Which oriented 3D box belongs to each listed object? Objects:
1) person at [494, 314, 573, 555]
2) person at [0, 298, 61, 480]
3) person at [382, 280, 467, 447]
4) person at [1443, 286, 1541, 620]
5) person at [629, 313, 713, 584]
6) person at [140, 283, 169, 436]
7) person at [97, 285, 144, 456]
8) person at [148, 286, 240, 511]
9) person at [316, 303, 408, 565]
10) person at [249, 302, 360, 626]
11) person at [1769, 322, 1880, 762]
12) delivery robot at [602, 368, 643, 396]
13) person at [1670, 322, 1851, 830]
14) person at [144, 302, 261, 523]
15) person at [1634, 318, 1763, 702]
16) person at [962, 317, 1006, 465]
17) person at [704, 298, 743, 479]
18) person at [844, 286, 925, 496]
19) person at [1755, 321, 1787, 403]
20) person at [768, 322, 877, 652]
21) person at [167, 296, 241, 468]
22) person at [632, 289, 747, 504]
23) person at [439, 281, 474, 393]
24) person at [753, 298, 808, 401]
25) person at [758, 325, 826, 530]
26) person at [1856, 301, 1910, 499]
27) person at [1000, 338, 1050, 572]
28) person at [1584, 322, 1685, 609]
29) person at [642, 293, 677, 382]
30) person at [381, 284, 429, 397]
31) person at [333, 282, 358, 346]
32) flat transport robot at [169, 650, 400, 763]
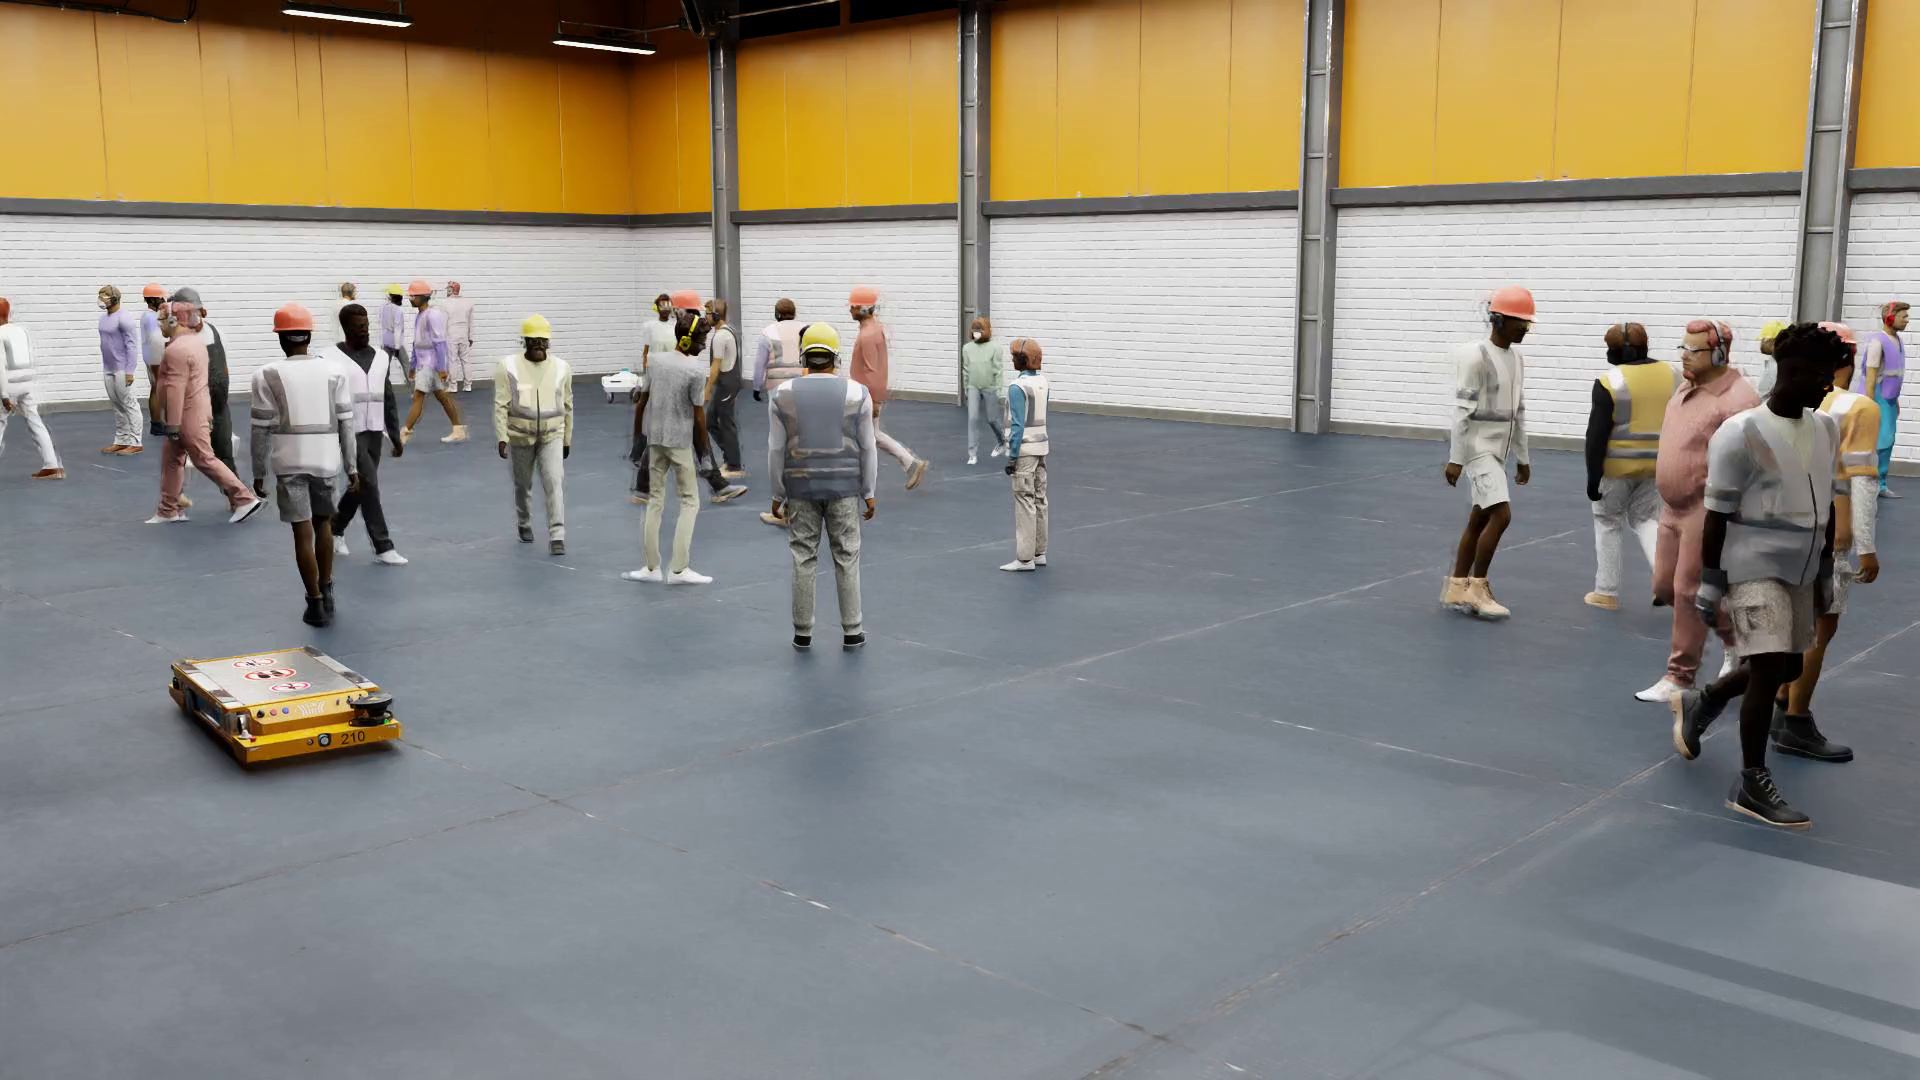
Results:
[{"bbox_3d":[-3.224,-0.815,12.591,0.592,1.793,0.921,-3,10,-20],"label":"person"},{"bbox_3d":[-9.530,-1.502,16.673,0.970,1.831,0.583,1,9,8],"label":"person"},{"bbox_3d":[-6.453,-2.116,19.951,1.063,1.980,0.629,-6,11,-32],"label":"person"},{"bbox_3d":[3.266,-0.520,10.078,0.671,2.010,0.635,9,13,44],"label":"person"},{"bbox_3d":[-1.984,-0.608,11.240,0.672,1.825,0.338,5,10,26],"label":"person"},{"bbox_3d":[-10.233,-2.299,21.224,0.357,1.937,0.550,-6,11,-31],"label":"person"},{"bbox_3d":[-9.578,-1.928,18.945,0.629,1.939,0.374,7,12,37],"label":"person"},{"bbox_3d":[-6.706,-1.266,14.577,1.053,2.000,0.711,7,12,37],"label":"person"},{"bbox_3d":[-4.389,-0.777,12.078,0.953,1.885,0.607,6,11,30],"label":"person"},{"bbox_3d":[-3.955,-0.457,9.984,0.581,1.914,0.681,-6,11,-34],"label":"person"},{"bbox_3d":[3.772,-0.003,7.315,0.439,1.888,0.626,-2,9,-10],"label":"person"},{"bbox_3d":[-5.295,-2.485,26.308,0.707,0.478,0.477,0,9,-2],"label":"delivery robot"},{"bbox_3d":[3.160,0.095,6.611,0.616,1.931,0.807,-4,10,-24],"label":"person"},{"bbox_3d":[-6.346,-1.028,13.813,0.967,1.890,0.660,-2,10,-15],"label":"person"},{"bbox_3d":[3.668,-0.135,8.115,0.620,1.887,0.638,-1,9,-7],"label":"person"},{"bbox_3d":[0.283,-1.649,18.237,0.507,1.607,0.683,4,10,23],"label":"person"},{"bbox_3d":[-2.398,-1.509,16.741,0.441,1.825,0.499,-1,9,-5],"label":"person"},{"bbox_3d":[-0.774,-1.377,15.478,0.783,1.968,0.617,1,9,6],"label":"person"},{"bbox_3d":[6.763,-0.972,13.832,0.917,1.695,0.503,6,11,31],"label":"person"},{"bbox_3d":[-0.758,-0.288,9.223,0.600,1.827,0.404,0,9,-3],"label":"person"},{"bbox_3d":[-8.135,-1.669,17.693,0.698,1.843,0.523,-1,9,-5],"label":"person"},{"bbox_3d":[-2.489,-1.265,14.906,1.075,1.931,0.630,1,9,8],"label":"person"},{"bbox_3d":[-8.649,-3.475,28.514,0.409,1.910,0.651,8,12,40],"label":"person"},{"bbox_3d":[-1.833,-1.576,17.167,0.642,1.814,0.750,-5,11,-29],"label":"person"},{"bbox_3d":[-1.237,-0.895,13.460,0.831,1.655,0.550,2,10,14],"label":"person"},{"bbox_3d":[8.469,-1.287,15.364,0.488,1.831,0.576,9,13,43],"label":"person"},{"bbox_3d":[0.470,-0.595,11.690,0.306,1.640,0.522,4,10,25],"label":"person"},{"bbox_3d":[4.108,-0.429,10.188,0.646,1.806,0.622,-2,9,-10],"label":"person"},{"bbox_3d":[-3.570,-2.028,19.919,0.520,1.834,0.811,-4,10,-25],"label":"person"},{"bbox_3d":[-9.210,-3.217,27.061,0.604,1.877,1.014,8,13,42],"label":"person"},{"bbox_3d":[-9.289,-2.994,25.563,0.662,1.908,0.825,9,13,44],"label":"person"},{"bbox_3d":[-3.175,0.731,7.740,0.652,0.197,1.431,-7,12,-37],"label":"flat transport robot"}]
